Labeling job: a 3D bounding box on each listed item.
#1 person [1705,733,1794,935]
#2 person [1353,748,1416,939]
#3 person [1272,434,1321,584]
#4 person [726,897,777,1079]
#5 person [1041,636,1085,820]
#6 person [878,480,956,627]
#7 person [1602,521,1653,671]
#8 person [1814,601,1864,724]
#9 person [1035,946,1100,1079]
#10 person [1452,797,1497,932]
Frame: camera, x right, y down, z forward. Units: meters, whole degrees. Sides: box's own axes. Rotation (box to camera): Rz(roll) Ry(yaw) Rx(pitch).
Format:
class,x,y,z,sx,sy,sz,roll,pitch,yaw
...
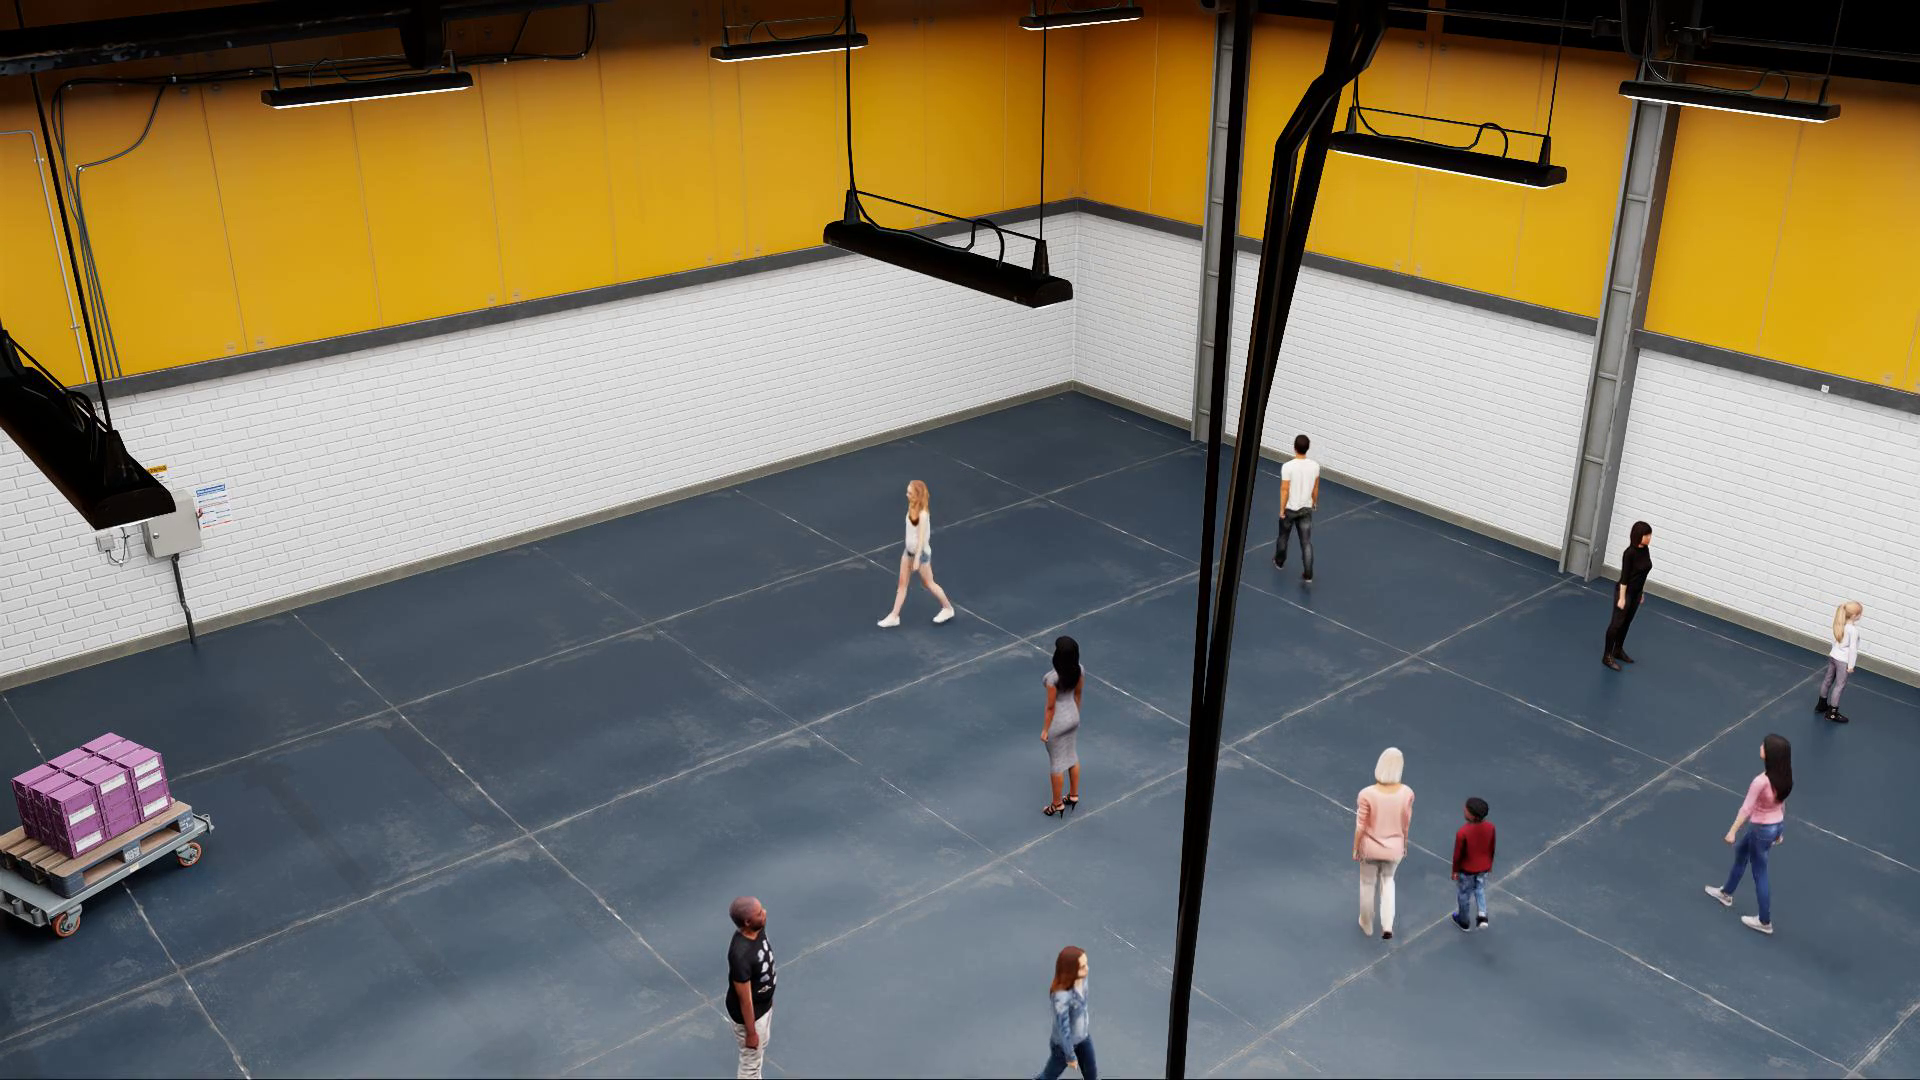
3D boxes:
class,x,y,z,sx,sy,sz,roll,pitch,yaw
person,6.508,2.379,13.329,0.649,1.721,0.901,-15,28,-31
person,3.353,2.469,13.138,0.821,1.709,0.896,-1,24,-2
person,3.985,-0.328,19.462,1.027,1.767,1.252,-4,24,-10
person,-1.423,3.196,11.356,0.816,1.804,0.759,2,24,5
person,0.921,1.664,14.888,0.576,1.781,0.496,-19,30,-36
person,-0.368,0.174,18.384,0.865,1.712,1.108,-10,25,-21
person,7.069,0.555,17.600,0.590,1.642,0.514,-16,28,-32
person,8.790,1.189,16.602,0.639,1.279,0.566,-2,24,-5
person,0.677,3.389,11.366,1.066,1.443,0.816,13,27,26
person,4.143,2.641,13.331,0.631,1.238,0.696,-4,24,-9
